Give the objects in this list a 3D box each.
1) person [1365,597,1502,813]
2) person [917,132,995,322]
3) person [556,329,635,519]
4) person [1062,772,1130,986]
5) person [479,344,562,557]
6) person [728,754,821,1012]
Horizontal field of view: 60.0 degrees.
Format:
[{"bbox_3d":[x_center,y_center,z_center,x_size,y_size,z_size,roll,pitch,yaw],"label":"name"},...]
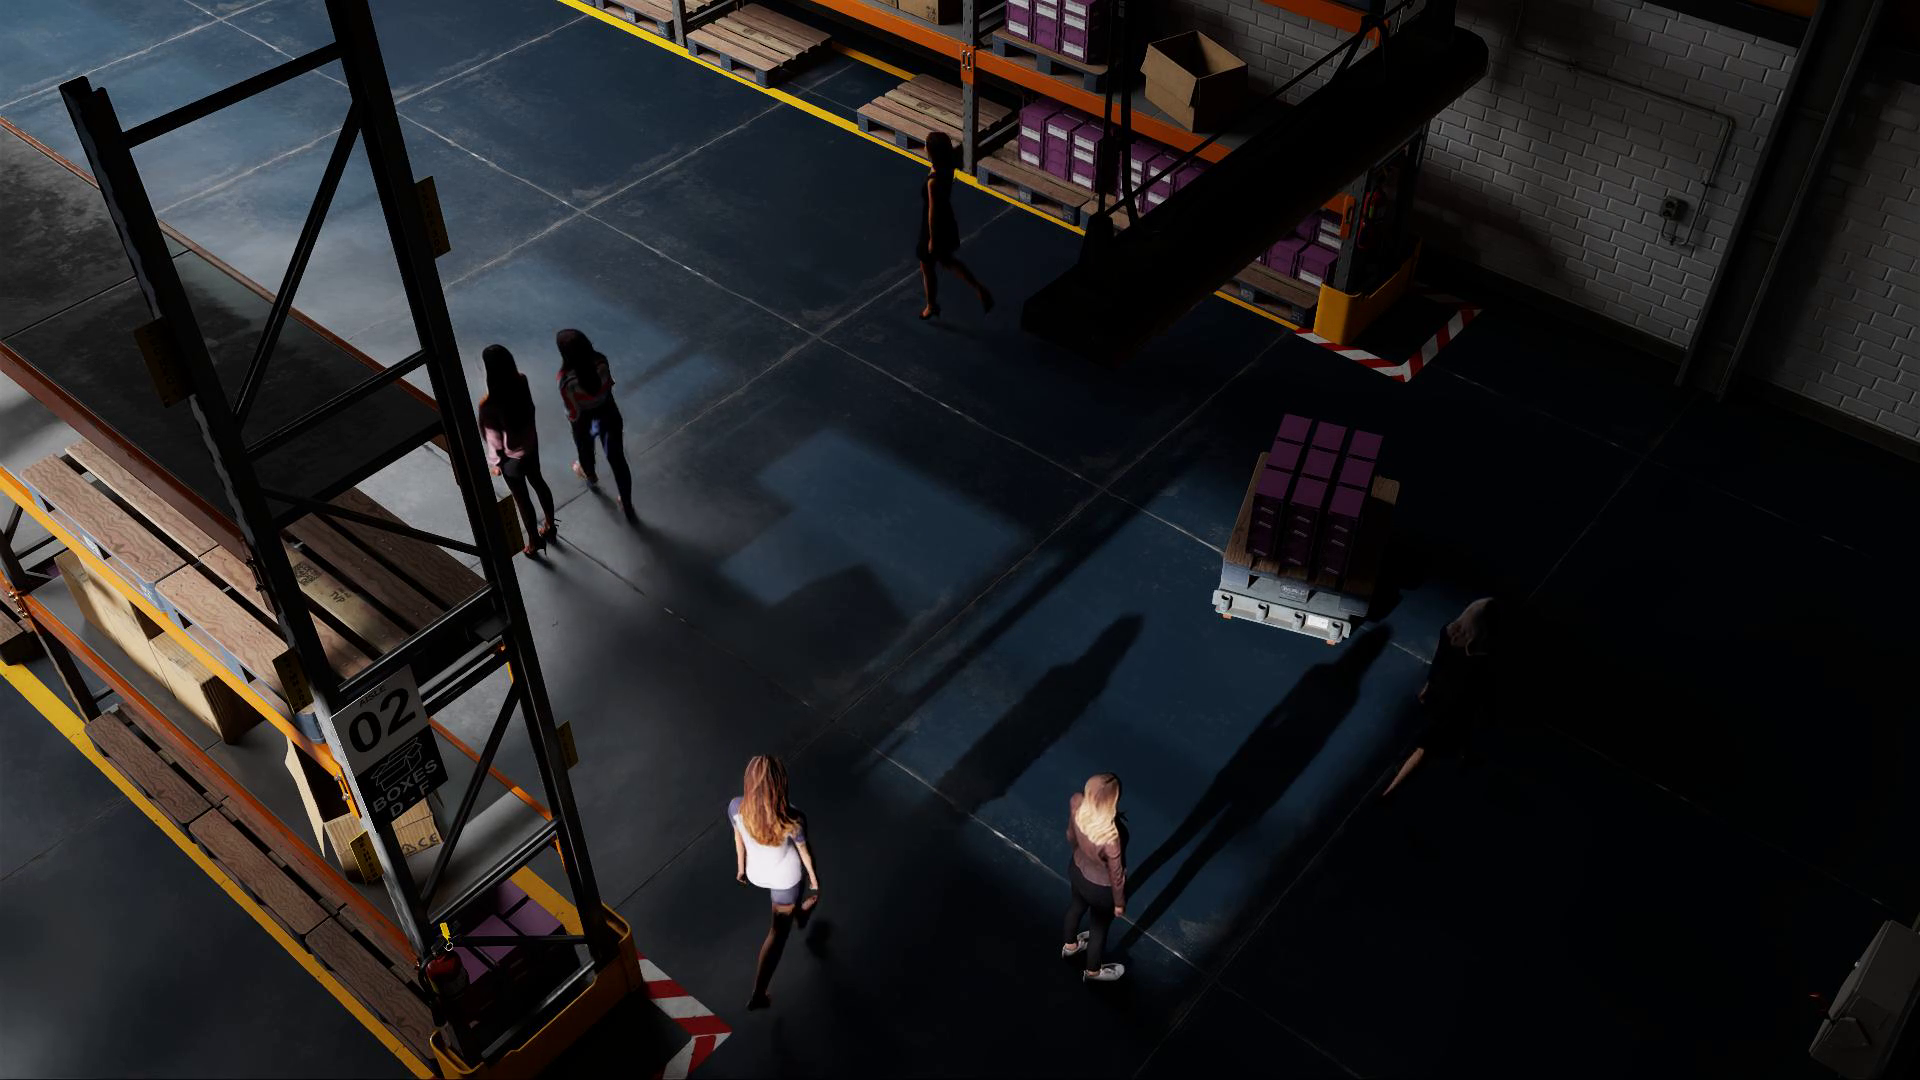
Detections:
[{"bbox_3d":[2.886,1.040,9.915,0.939,1.693,1.192,-22,48,-21],"label":"person"},{"bbox_3d":[-0.079,-2.472,13.510,1.014,1.817,0.793,12,45,13],"label":"person"},{"bbox_3d":[-2.572,-0.812,11.940,0.769,1.580,1.010,-24,49,-23],"label":"person"},{"bbox_3d":[0.731,1.839,9.069,0.725,1.703,0.556,-22,48,-22],"label":"person"},{"bbox_3d":[-3.067,-0.615,11.566,0.594,1.812,0.656,20,47,20],"label":"person"},{"bbox_3d":[-1.040,1.879,9.039,1.124,1.687,0.909,17,46,17],"label":"person"}]
